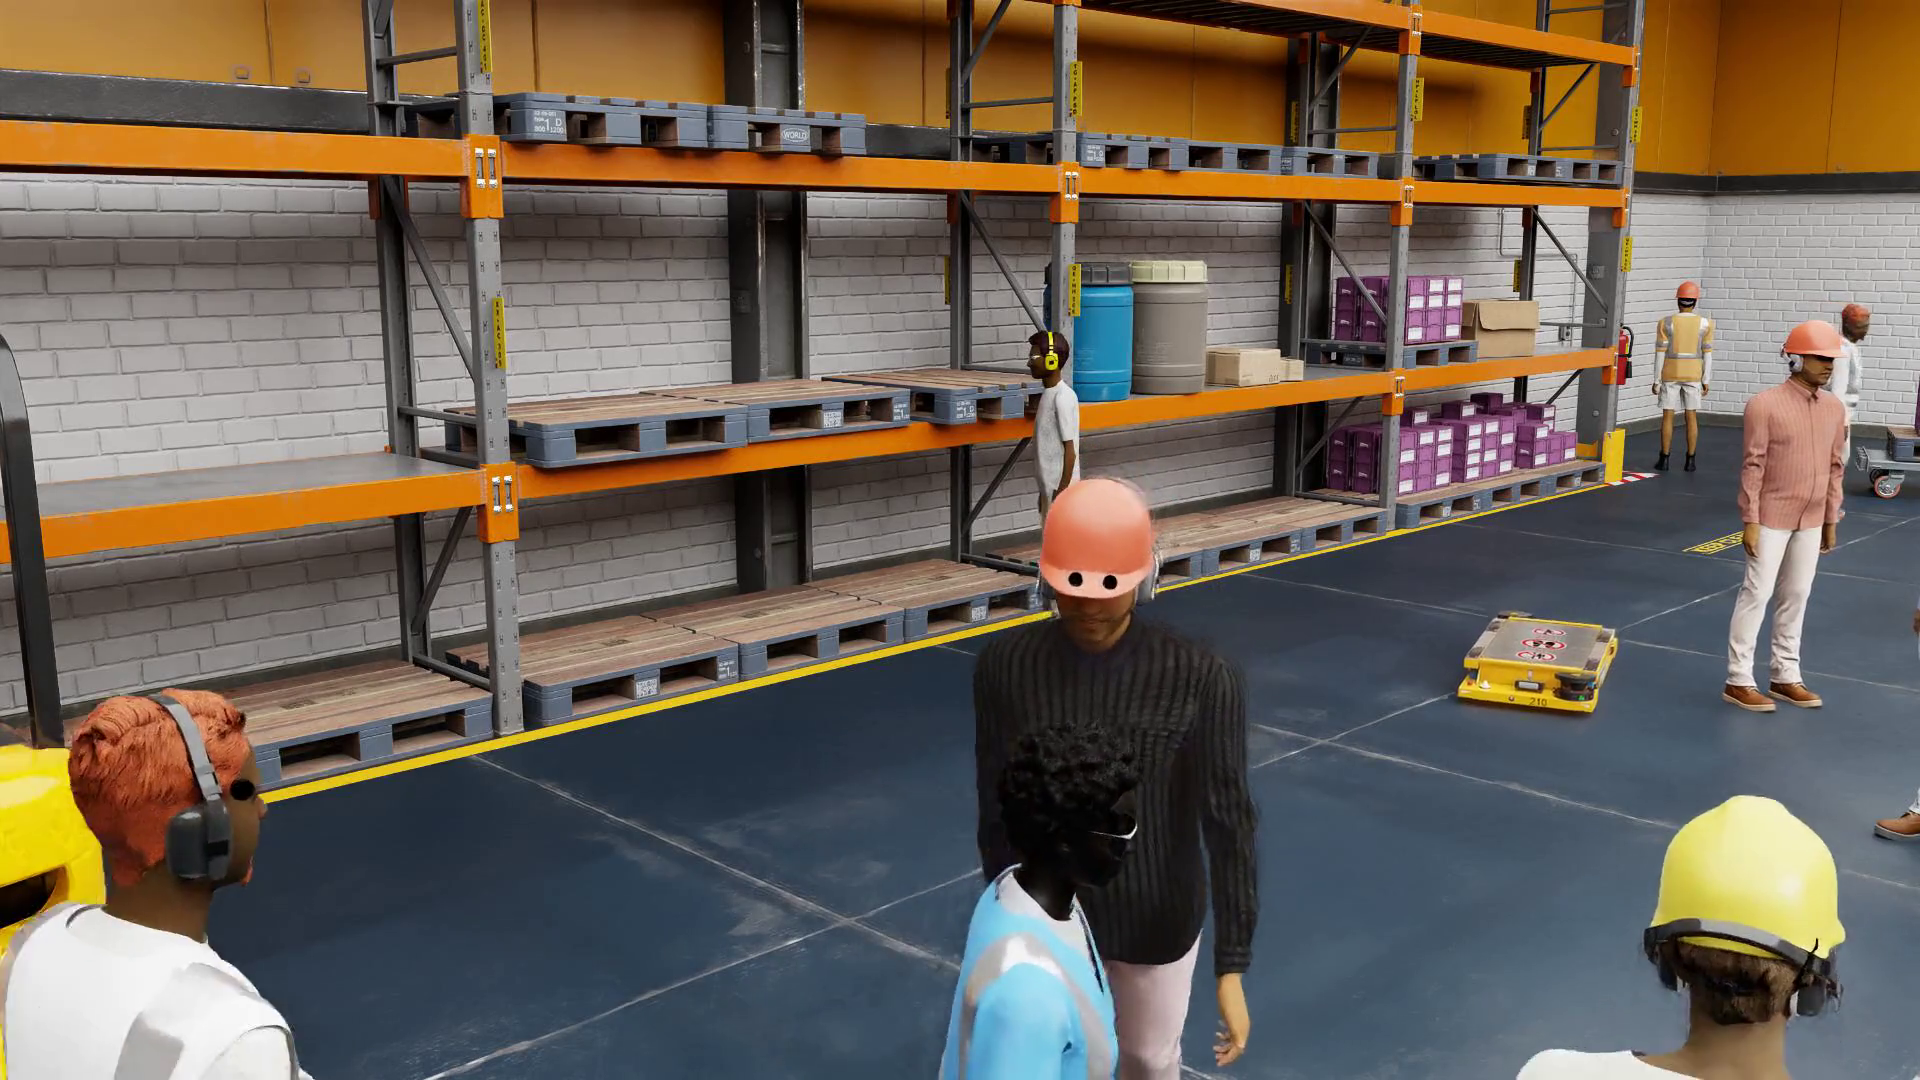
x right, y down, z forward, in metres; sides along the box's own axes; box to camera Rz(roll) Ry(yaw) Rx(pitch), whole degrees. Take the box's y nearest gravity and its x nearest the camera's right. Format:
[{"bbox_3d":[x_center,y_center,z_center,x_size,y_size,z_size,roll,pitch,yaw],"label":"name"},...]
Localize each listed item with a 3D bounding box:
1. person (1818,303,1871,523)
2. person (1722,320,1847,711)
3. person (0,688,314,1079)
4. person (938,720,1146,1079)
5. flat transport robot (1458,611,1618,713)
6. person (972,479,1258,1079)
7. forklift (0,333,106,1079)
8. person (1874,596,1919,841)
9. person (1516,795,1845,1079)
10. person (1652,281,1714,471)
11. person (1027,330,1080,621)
[{"bbox_3d":[7.298,-1.040,13.847,0.417,1.844,0.630,7,13,34],"label":"person"},{"bbox_3d":[4.219,-0.116,8.443,0.617,1.990,0.400,-3,11,-18],"label":"person"},{"bbox_3d":[-1.092,1.114,2.127,0.584,1.849,0.916,7,13,34],"label":"person"},{"bbox_3d":[0.052,1.089,2.753,0.868,1.649,0.550,0,10,1],"label":"person"},{"bbox_3d":[3.154,0.636,9.004,0.652,0.197,1.431,5,12,25],"label":"flat transport robot"},{"bbox_3d":[0.322,0.813,3.561,0.624,1.929,1.072,3,11,13],"label":"person"},{"bbox_3d":[-3.289,0.485,4.582,1.214,2.155,2.313,-10,14,-44],"label":"forklift"},{"bbox_3d":[3.890,0.287,6.360,0.373,1.940,0.629,-1,10,-7],"label":"person"},{"bbox_3d":[0.859,1.181,1.983,0.530,1.746,0.544,8,13,38],"label":"person"},{"bbox_3d":[7.379,-1.669,17.024,0.552,1.935,0.369,3,11,14],"label":"person"},{"bbox_3d":[0.533,-0.267,9.572,0.310,1.868,0.533,-1,10,-6],"label":"person"}]
